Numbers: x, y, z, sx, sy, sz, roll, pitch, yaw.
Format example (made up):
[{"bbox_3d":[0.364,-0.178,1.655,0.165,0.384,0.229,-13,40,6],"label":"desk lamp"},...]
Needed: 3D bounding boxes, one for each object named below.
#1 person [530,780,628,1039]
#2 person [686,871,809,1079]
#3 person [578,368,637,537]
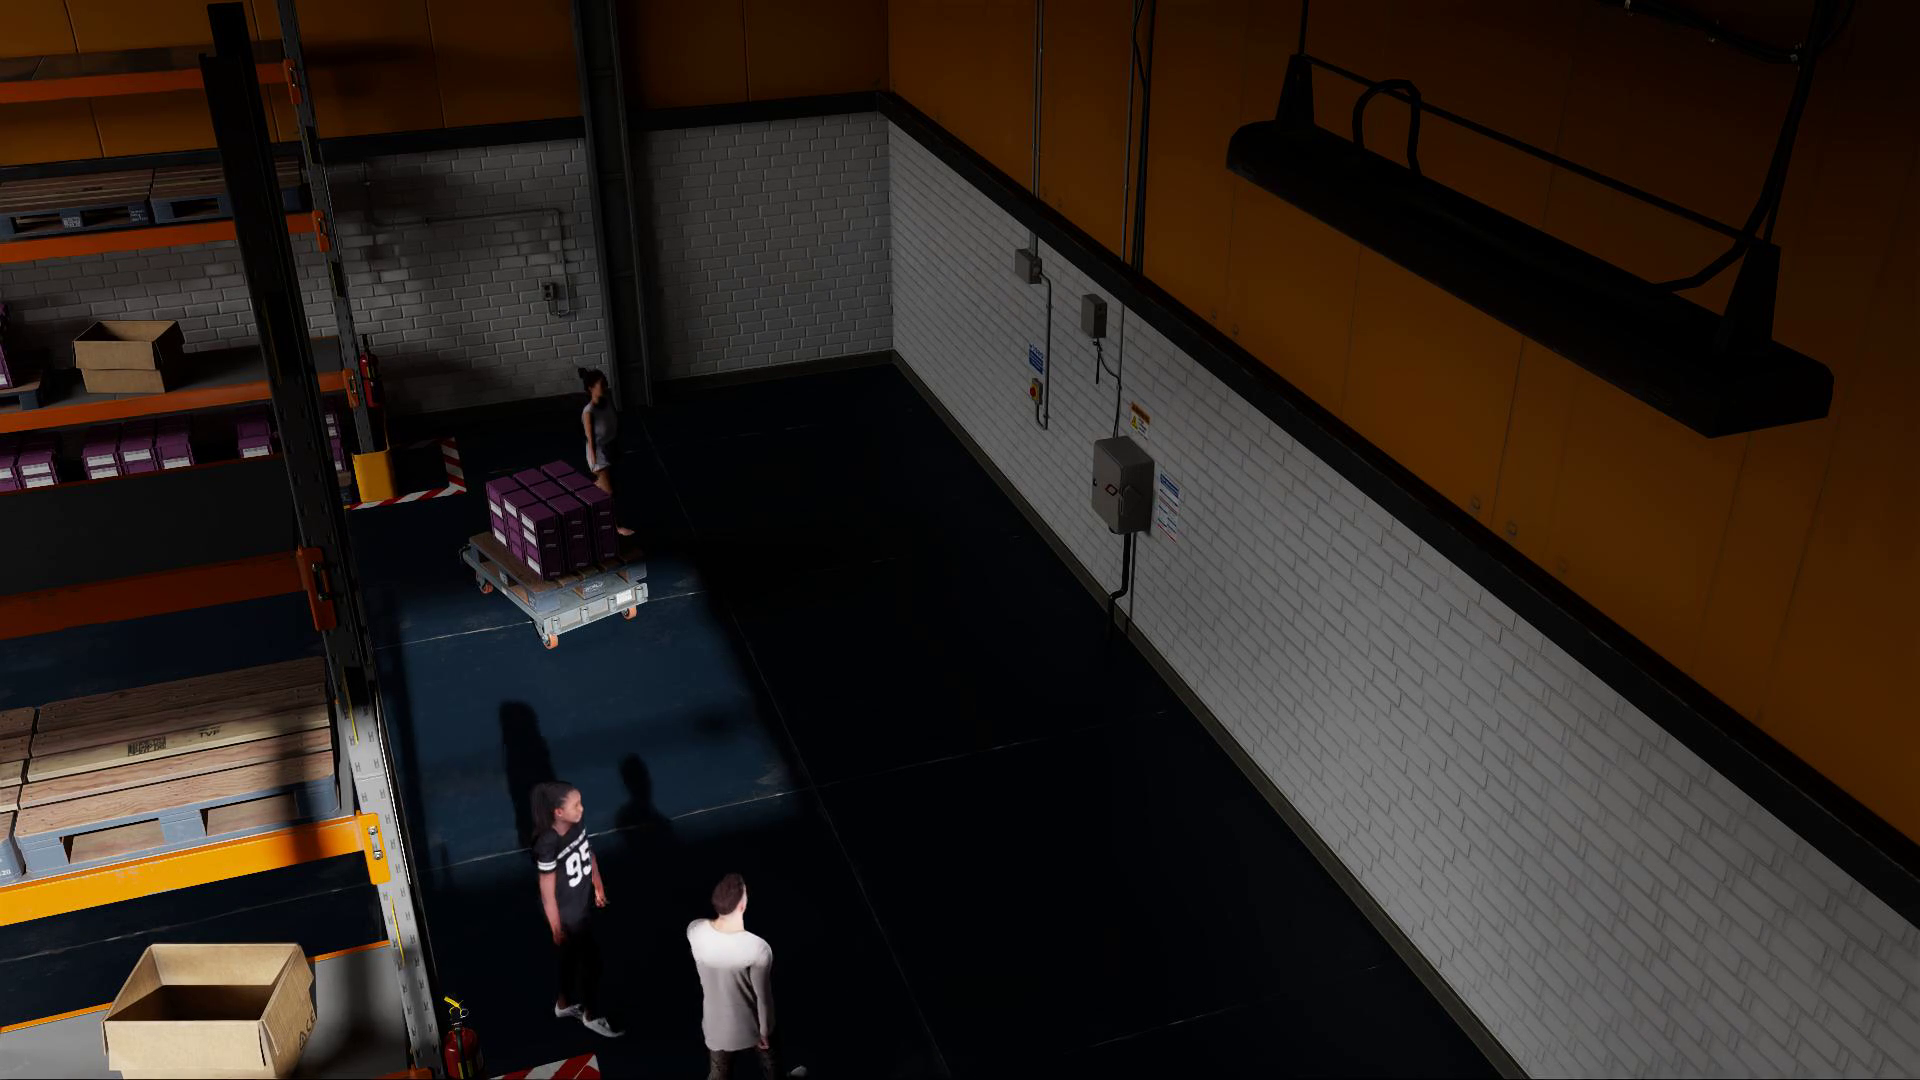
[{"bbox_3d":[-2.308,2.095,9.500,0.869,1.718,0.803,6,29,11],"label":"person"},{"bbox_3d":[-1.211,2.521,8.634,1.161,1.800,1.201,12,31,21],"label":"person"},{"bbox_3d":[-3.267,-0.792,14.921,0.964,1.594,0.851,8,30,14],"label":"person"}]
